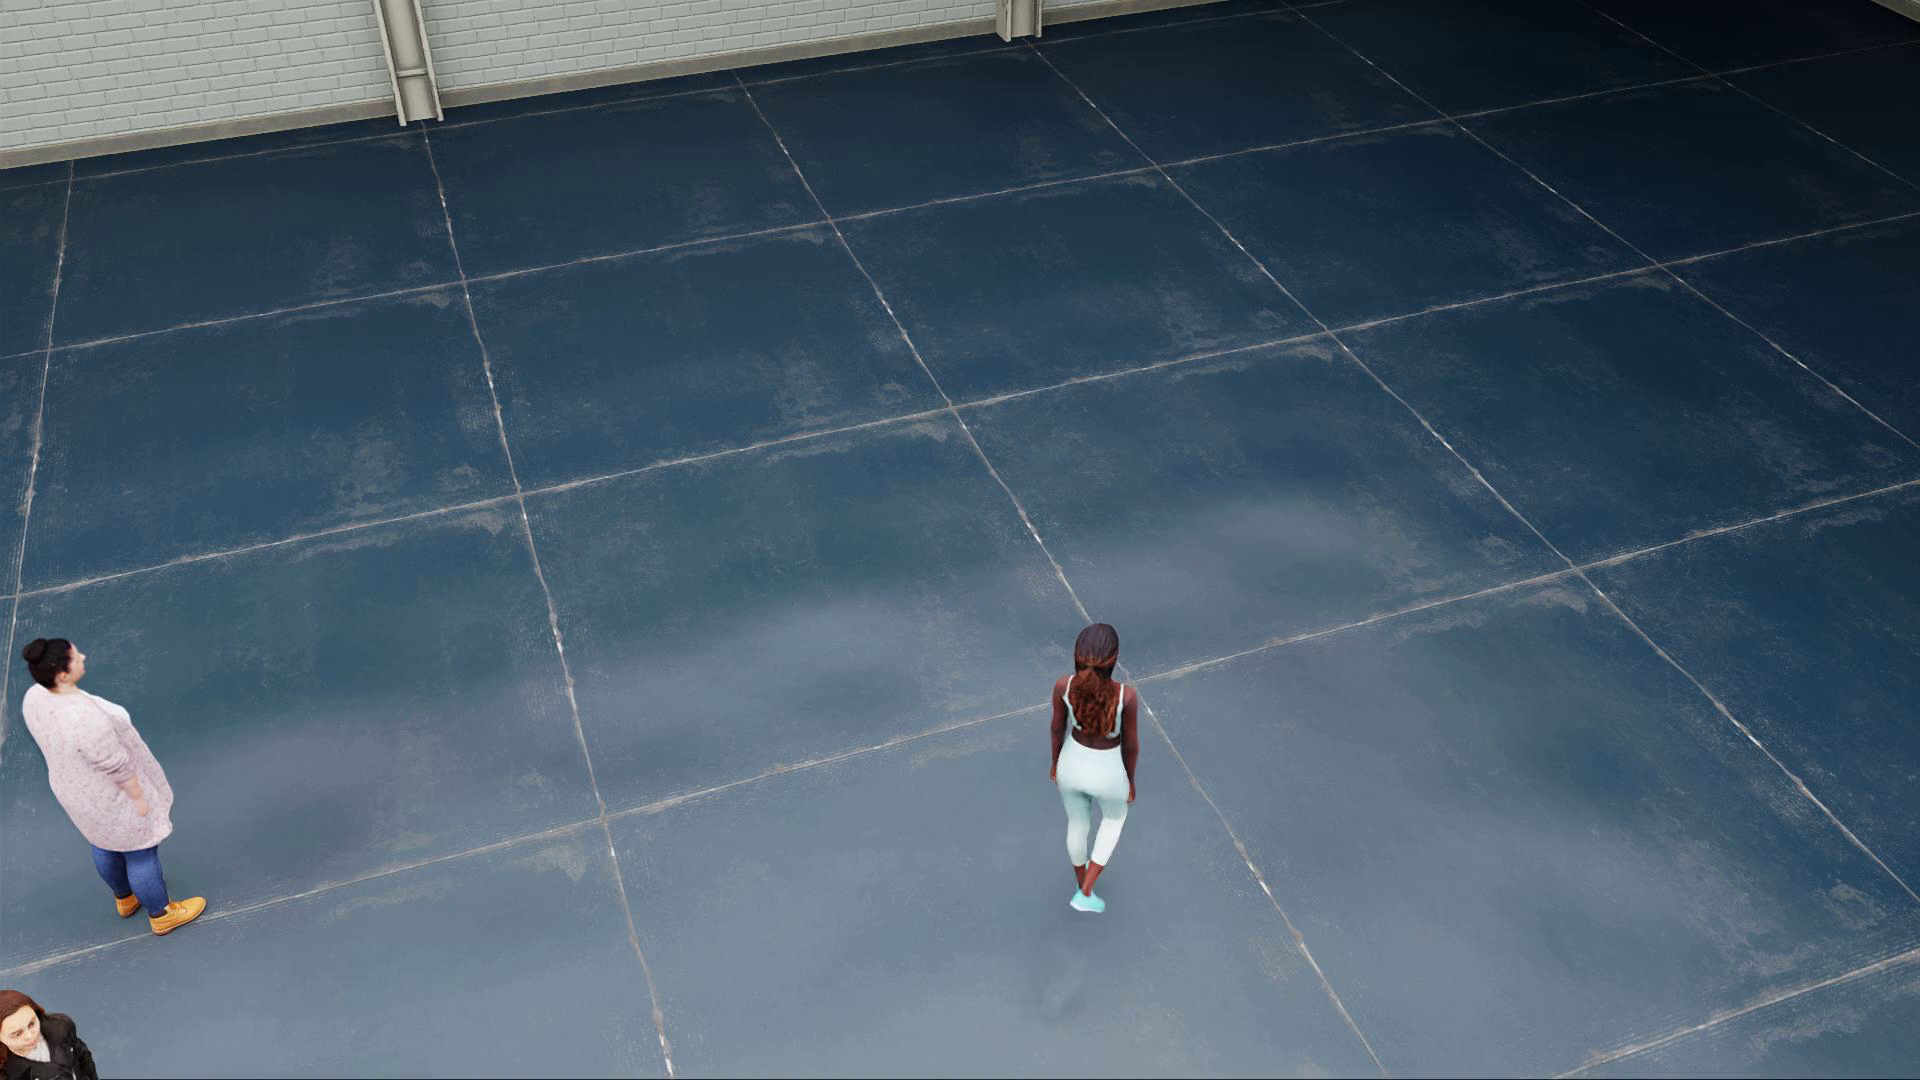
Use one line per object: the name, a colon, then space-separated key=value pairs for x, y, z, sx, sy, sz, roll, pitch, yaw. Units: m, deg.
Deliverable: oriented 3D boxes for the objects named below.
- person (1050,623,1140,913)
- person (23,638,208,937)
person: x=0.590 y=1.125 z=7.628 sx=0.779 sy=1.719 sz=0.829 roll=12 pitch=40 yaw=15
person: x=-3.932 y=1.119 z=7.617 sx=0.783 sy=1.743 sz=0.816 roll=20 pitch=42 yaw=24
